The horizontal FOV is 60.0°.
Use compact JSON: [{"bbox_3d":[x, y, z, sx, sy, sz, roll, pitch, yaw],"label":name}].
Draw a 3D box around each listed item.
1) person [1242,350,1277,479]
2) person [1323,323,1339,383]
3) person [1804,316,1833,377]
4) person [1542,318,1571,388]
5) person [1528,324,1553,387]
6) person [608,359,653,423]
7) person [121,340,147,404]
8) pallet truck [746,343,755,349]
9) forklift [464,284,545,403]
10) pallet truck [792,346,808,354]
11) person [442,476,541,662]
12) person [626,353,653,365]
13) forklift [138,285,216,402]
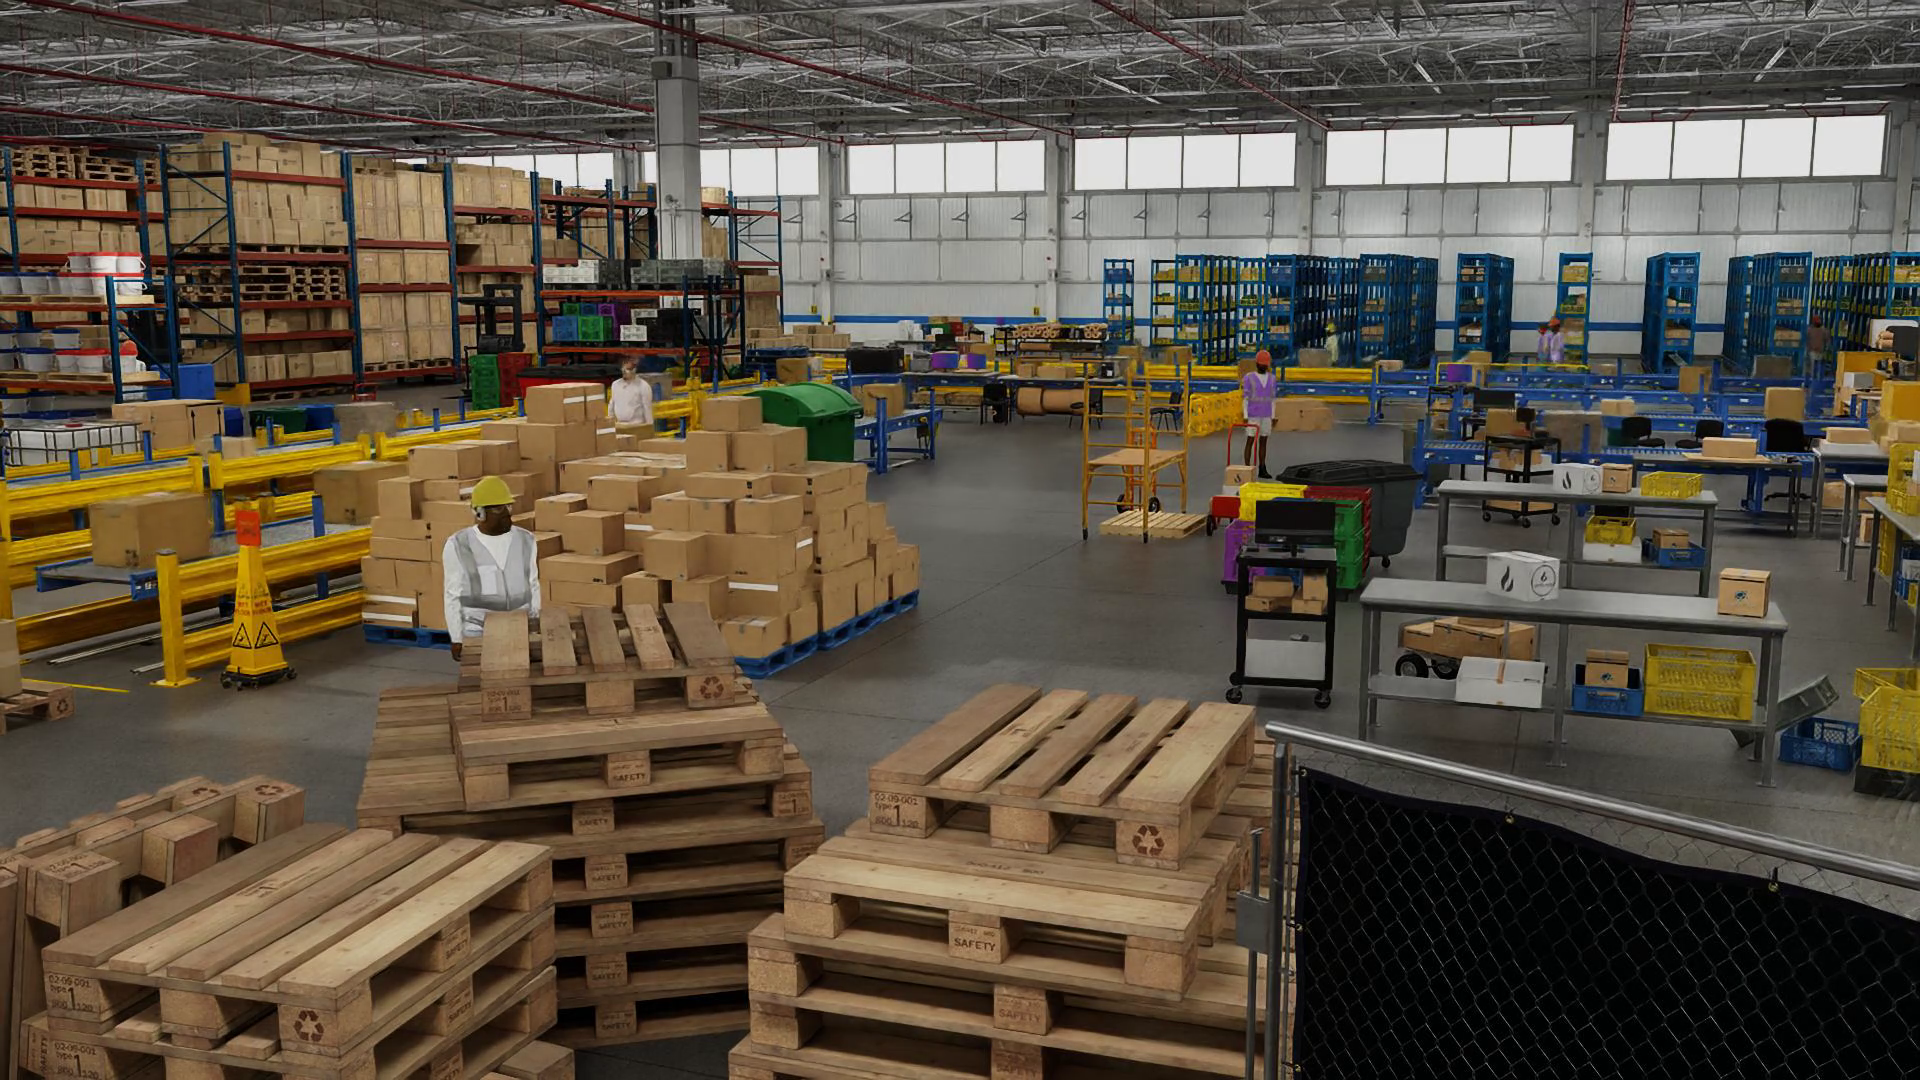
[{"bbox_3d":[4.472,-1.862,24.763,0.543,1.928,0.374,-3,9,-17],"label":"person"},{"bbox_3d":[9.577,-4.649,42.643,0.628,1.816,0.600,0,9,2],"label":"person"},{"bbox_3d":[23.627,-5.212,45.823,0.711,1.932,1.046,2,9,10],"label":"person"},{"bbox_3d":[14.780,-4.495,41.133,1.011,1.991,0.601,2,9,13],"label":"person"},{"bbox_3d":[14.618,-4.556,42.037,0.908,1.803,0.599,3,9,17],"label":"person"},{"bbox_3d":[-4.643,-1.645,23.600,0.634,1.873,0.948,5,10,28],"label":"person"},{"bbox_3d":[-14.113,-2.437,28.334,0.350,1.942,0.543,9,13,44],"label":"person"},{"bbox_3d":[-6.183,-4.618,44.264,1.601,1.201,0.680,-9,12,-43],"label":"pallet truck"},{"bbox_3d":[-10.832,-4.702,39.610,1.129,2.768,1.873,3,10,20],"label":"forklift"},{"bbox_3d":[-3.705,-4.298,42.022,0.653,1.274,1.630,3,10,20],"label":"pallet truck"},{"bbox_3d":[-2.796,0.530,10.030,0.598,1.836,0.404,-7,11,-36],"label":"person"},{"bbox_3d":[-8.733,-5.114,45.420,0.646,1.854,1.003,6,11,33],"label":"person"},{"bbox_3d":[-17.480,-4.200,36.461,1.873,2.768,1.129,3,10,19],"label":"forklift"}]
